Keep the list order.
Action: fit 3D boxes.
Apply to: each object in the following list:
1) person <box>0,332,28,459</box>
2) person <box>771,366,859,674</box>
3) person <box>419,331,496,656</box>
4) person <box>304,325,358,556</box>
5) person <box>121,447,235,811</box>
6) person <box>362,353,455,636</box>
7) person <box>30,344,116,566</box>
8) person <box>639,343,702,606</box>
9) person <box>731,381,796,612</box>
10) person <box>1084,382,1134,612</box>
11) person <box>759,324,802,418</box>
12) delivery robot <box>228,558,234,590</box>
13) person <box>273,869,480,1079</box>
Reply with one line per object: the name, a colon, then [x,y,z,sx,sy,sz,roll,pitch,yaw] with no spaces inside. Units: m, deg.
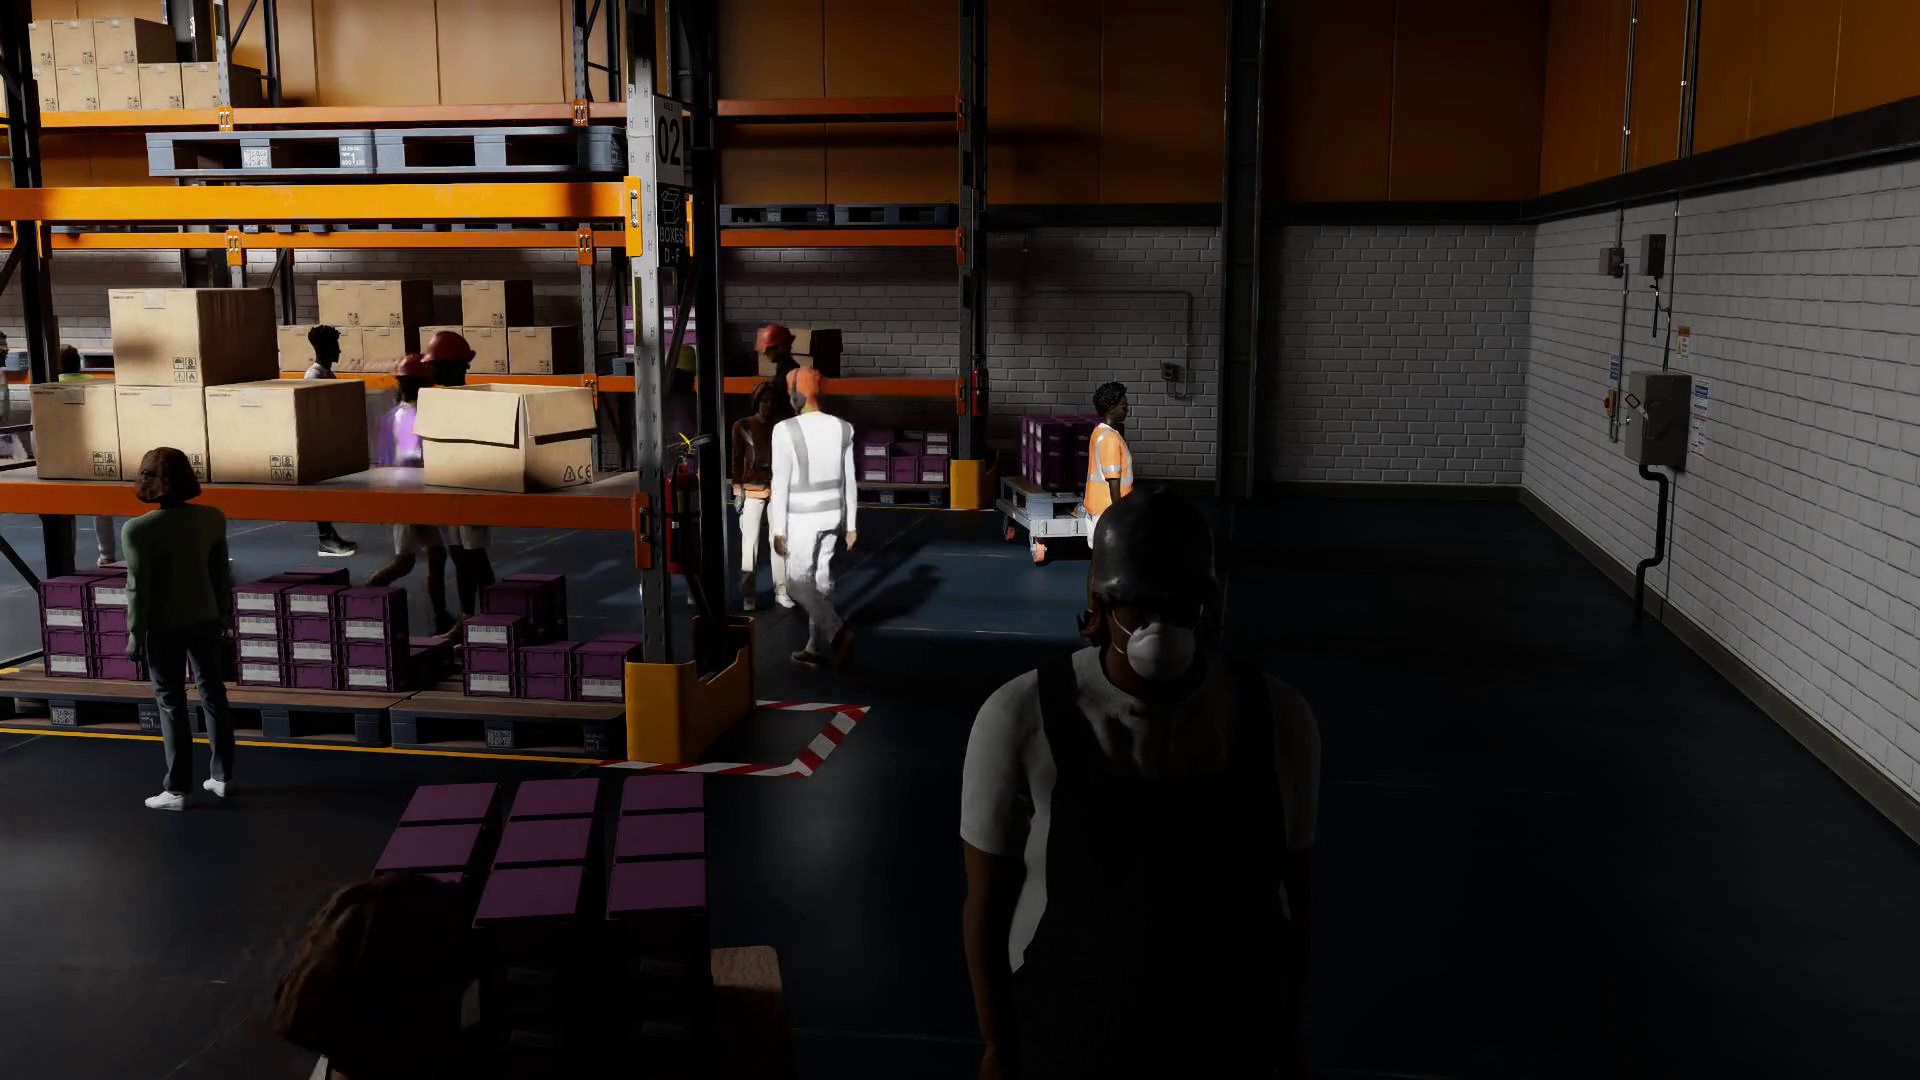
person: [-9.660,-1.163,16.565,0.923,1.835,0.520,-3,10,-17]
person: [-0.828,-0.102,9.863,0.588,1.864,0.679,-8,12,-40]
person: [-3.161,-0.291,10.480,0.397,2.043,0.610,-8,12,-40]
person: [-5.384,-0.848,14.175,0.367,1.966,0.607,-2,9,-15]
person: [-3.510,0.395,7.483,0.282,1.636,0.500,5,11,29]
person: [-3.613,-0.243,10.666,0.896,1.899,0.551,-4,10,-22]
person: [-7.126,-0.655,13.401,0.629,1.837,0.429,-7,12,-38]
person: [-1.976,-0.448,11.876,0.487,1.931,0.634,5,11,30]
person: [-1.384,-0.314,11.875,0.513,1.640,0.307,-4,10,-24]
person: [0.981,-0.190,10.932,0.318,1.697,0.535,-1,9,-6]
person: [-1.470,-0.872,14.335,0.500,1.967,0.653,-4,10,-22]
delivery robot: [-5.420,0.227,11.584,0.707,0.478,0.477,4,10,22]
person: [-0.875,1.239,2.277,0.587,1.616,0.509,-2,9,-14]
